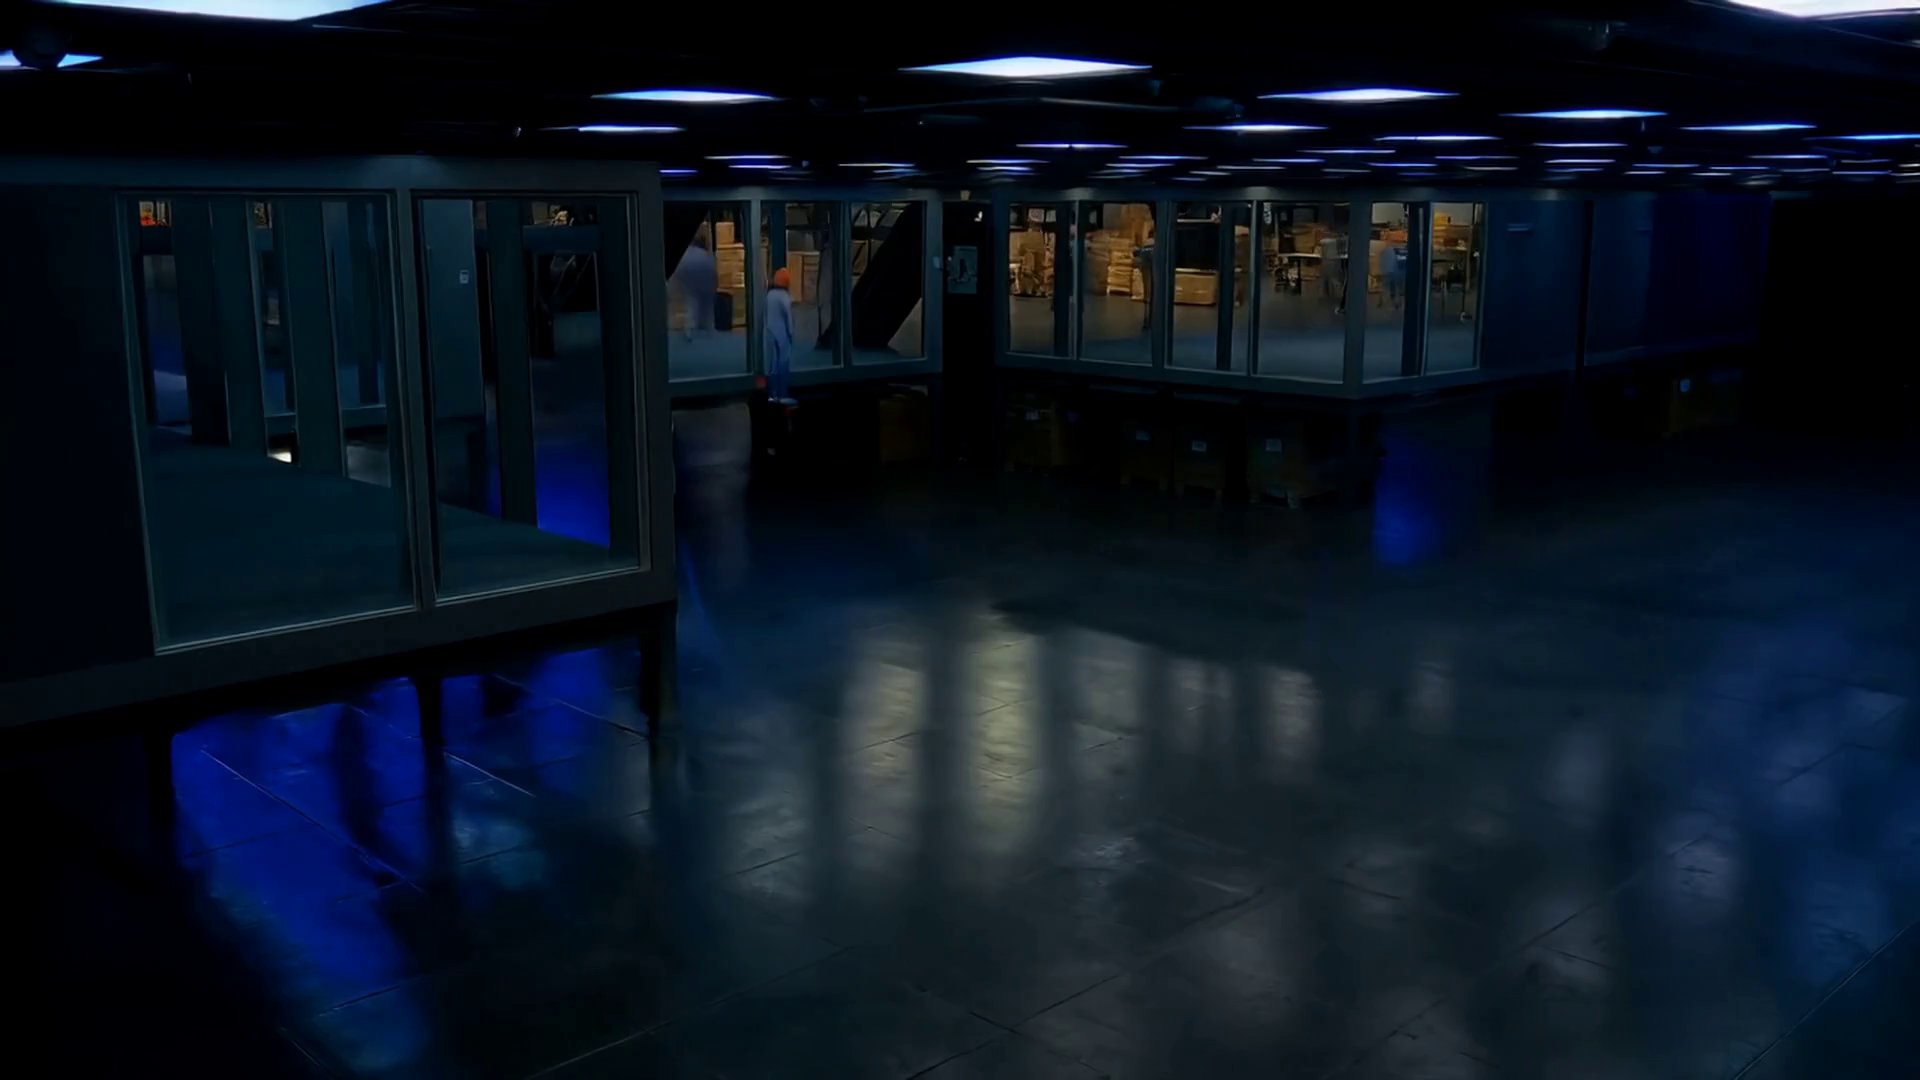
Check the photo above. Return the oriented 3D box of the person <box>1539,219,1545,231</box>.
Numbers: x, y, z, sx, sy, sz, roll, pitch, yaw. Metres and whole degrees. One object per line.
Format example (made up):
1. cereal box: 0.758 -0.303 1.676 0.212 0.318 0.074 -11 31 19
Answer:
1. person: 27.679 -14.455 79.423 0.672 1.891 0.420 2 11 10

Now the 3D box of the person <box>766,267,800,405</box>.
1. person: -2.126 -2.431 19.825 0.268 1.632 0.506 -9 14 -38

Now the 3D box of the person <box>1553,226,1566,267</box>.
1. person: 16.969 -8.008 47.193 0.329 1.872 0.508 -5 12 -23
